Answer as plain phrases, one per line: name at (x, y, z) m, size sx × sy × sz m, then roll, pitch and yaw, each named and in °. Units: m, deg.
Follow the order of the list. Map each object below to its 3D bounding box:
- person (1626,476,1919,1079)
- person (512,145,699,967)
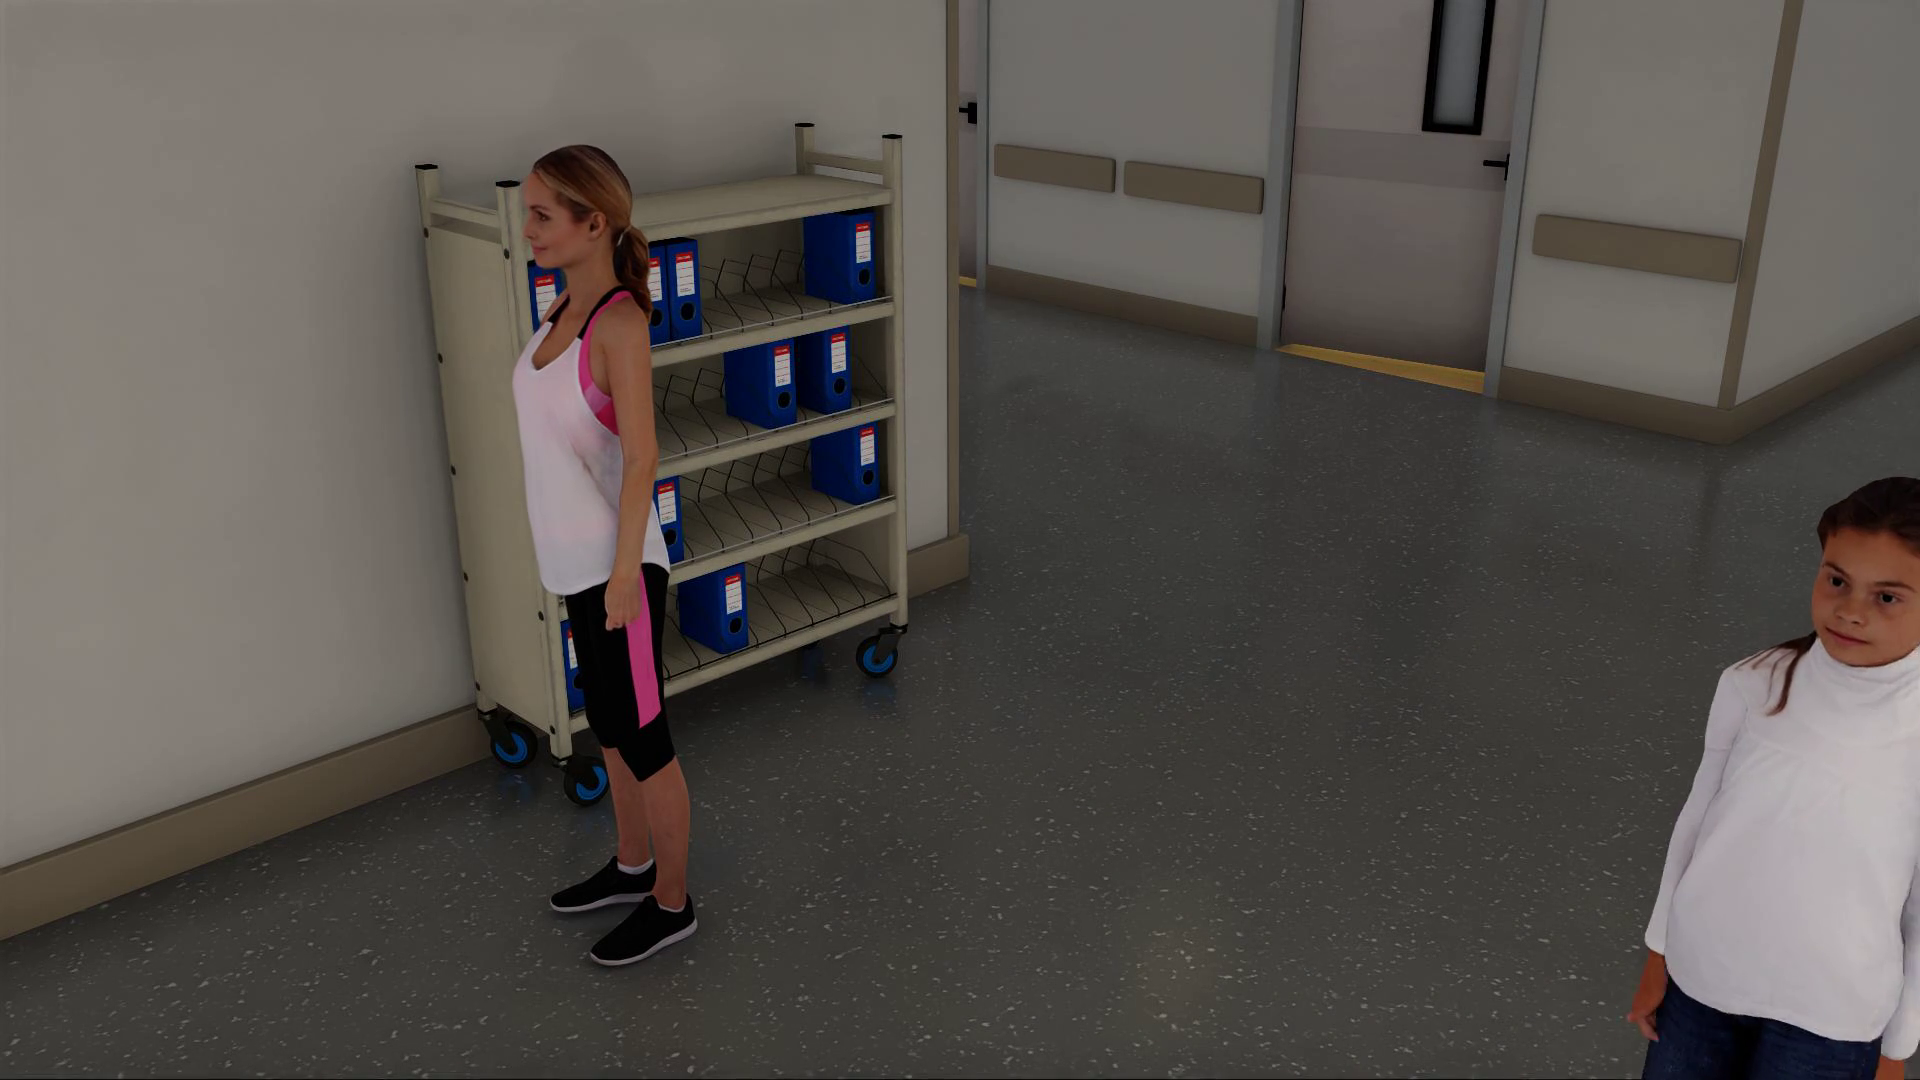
person at (1.214, 0.630, 2.408) m, size 0.930 × 1.543 × 0.545 m, roll -18°, pitch 27°, yaw -39°
person at (-0.745, 0.057, 3.574) m, size 0.596 × 1.789 × 0.648 m, roll -12°, pitch 24°, yaw -29°
